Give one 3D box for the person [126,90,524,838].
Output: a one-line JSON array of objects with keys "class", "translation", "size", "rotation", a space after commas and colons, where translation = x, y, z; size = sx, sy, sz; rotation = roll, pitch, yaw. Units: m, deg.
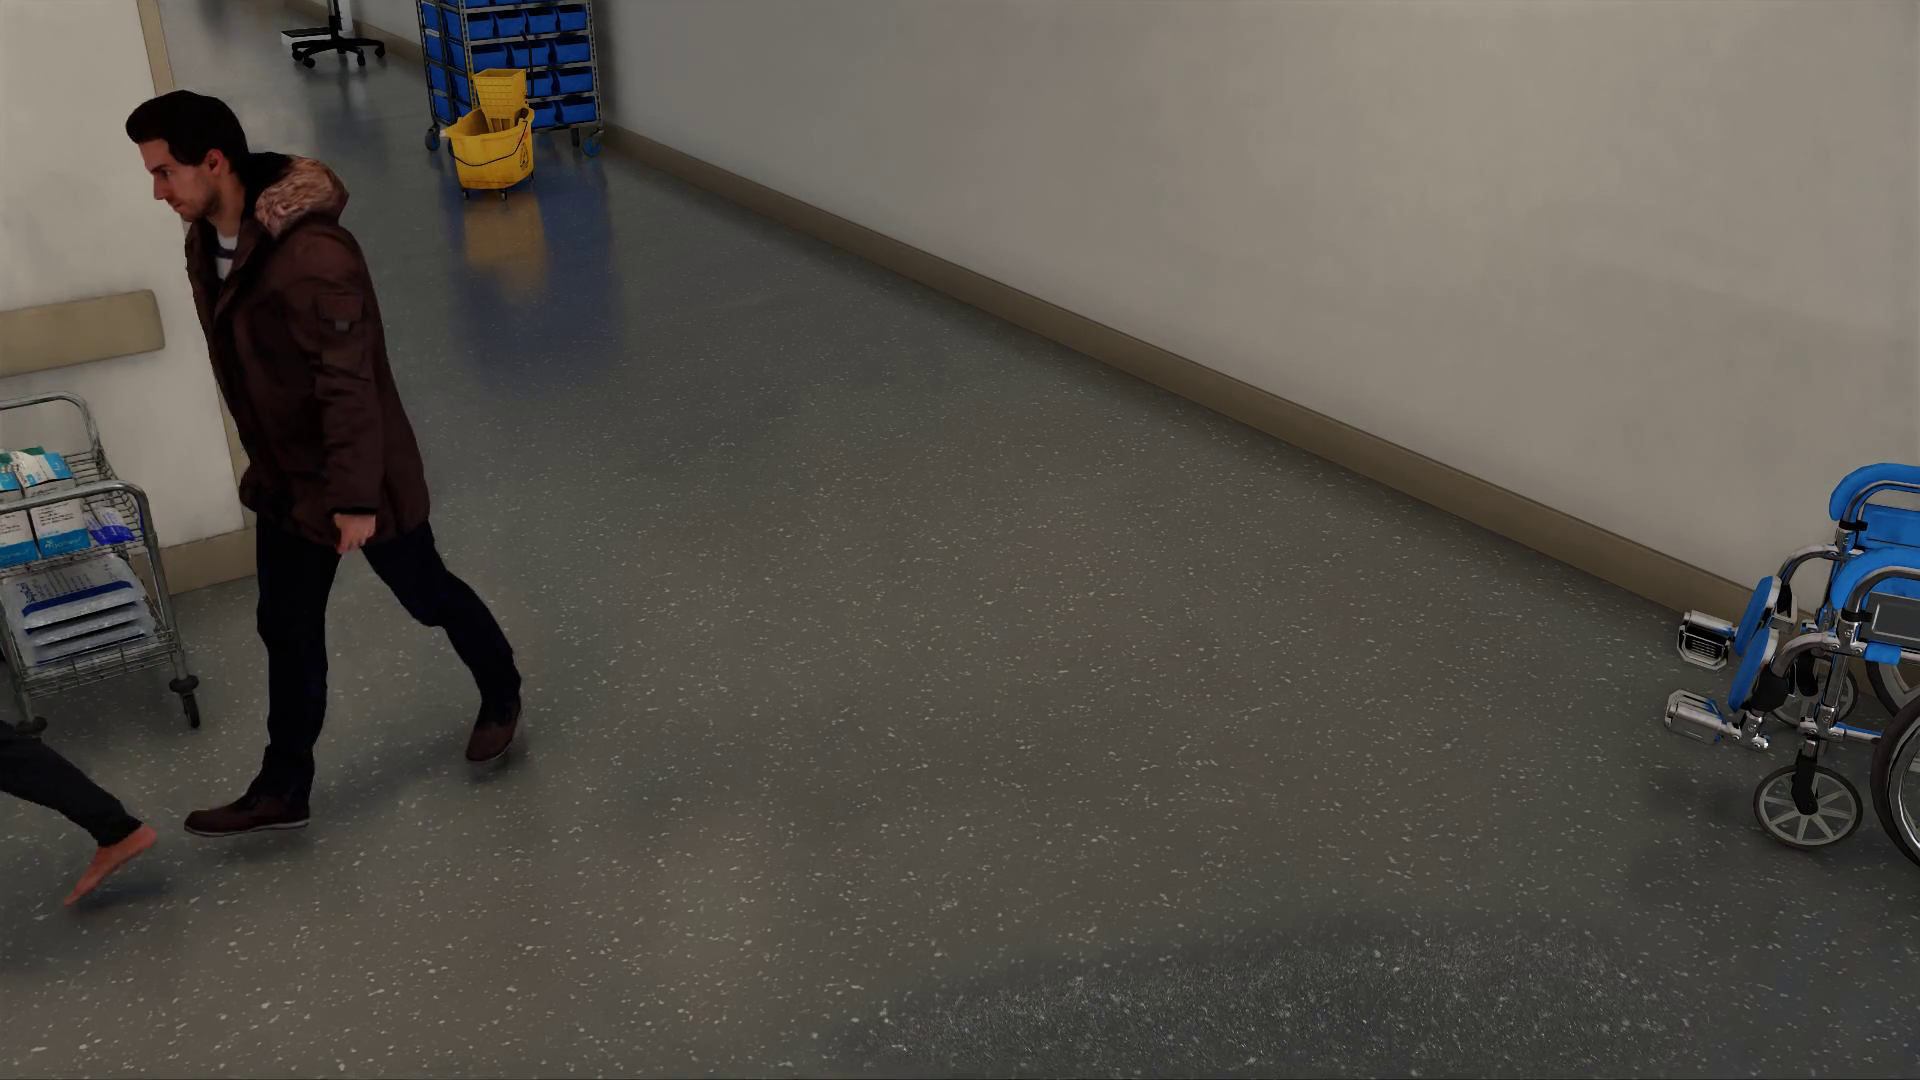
[{"class": "person", "translation": [-1.451, -0.178, 4.049], "size": [1.140, 1.785, 1.306], "rotation": [13, 28, 24]}]
